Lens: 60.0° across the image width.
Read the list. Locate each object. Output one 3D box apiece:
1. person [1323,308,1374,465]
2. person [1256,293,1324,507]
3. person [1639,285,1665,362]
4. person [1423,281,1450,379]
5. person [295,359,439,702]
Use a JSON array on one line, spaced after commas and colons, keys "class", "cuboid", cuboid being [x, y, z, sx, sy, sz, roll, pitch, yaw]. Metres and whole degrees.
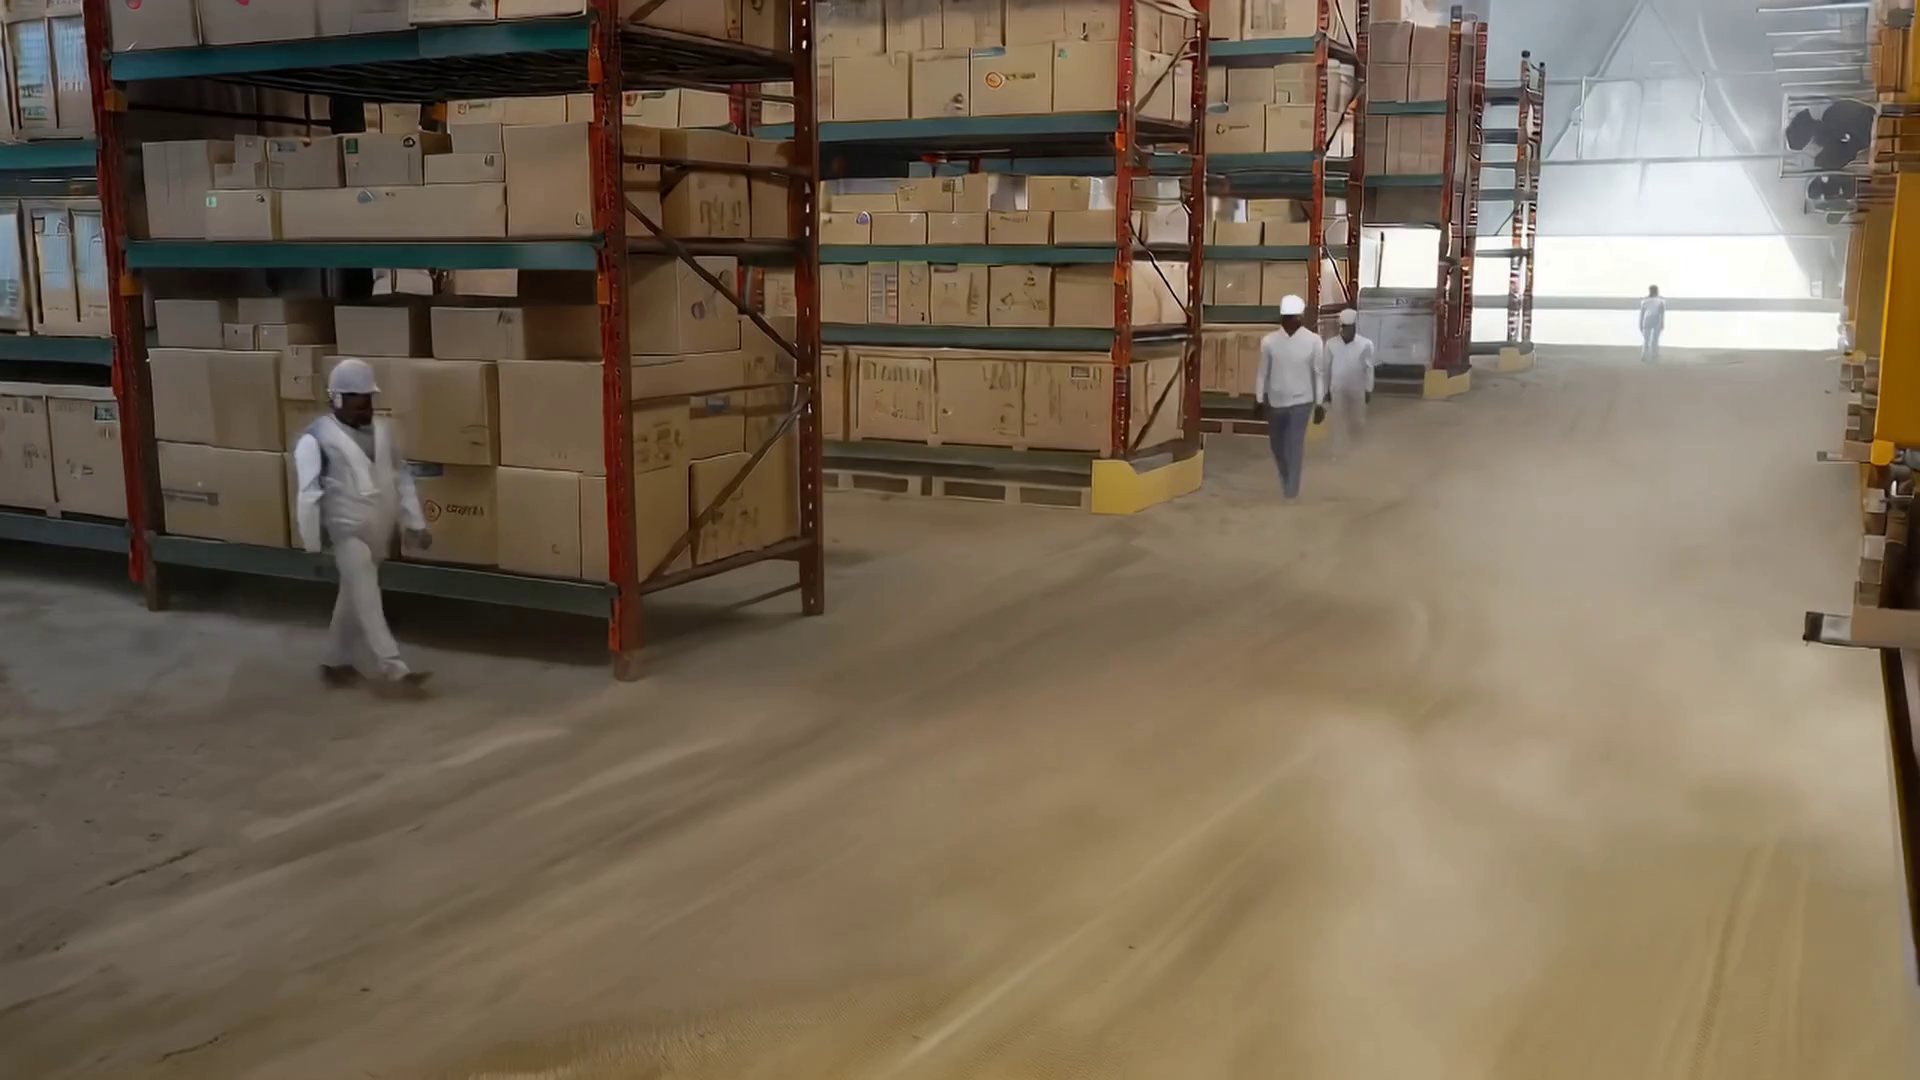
[{"class": "person", "cuboid": [4.336, -1.721, 18.543, 0.569, 1.730, 0.741, 5, 11, 25]}, {"class": "person", "cuboid": [3.089, -1.318, 15.535, 0.627, 1.973, 0.788, 4, 11, 22]}, {"class": "person", "cuboid": [14.762, -4.608, 35.508, 0.514, 1.641, 0.309, 6, 11, 30]}, {"class": "person", "cuboid": [8.381, -3.636, 29.051, 0.432, 1.926, 0.648, 6, 11, 30]}, {"class": "person", "cuboid": [-3.124, -0.056, 8.747, 0.952, 1.782, 0.607, 5, 11, 25]}]
